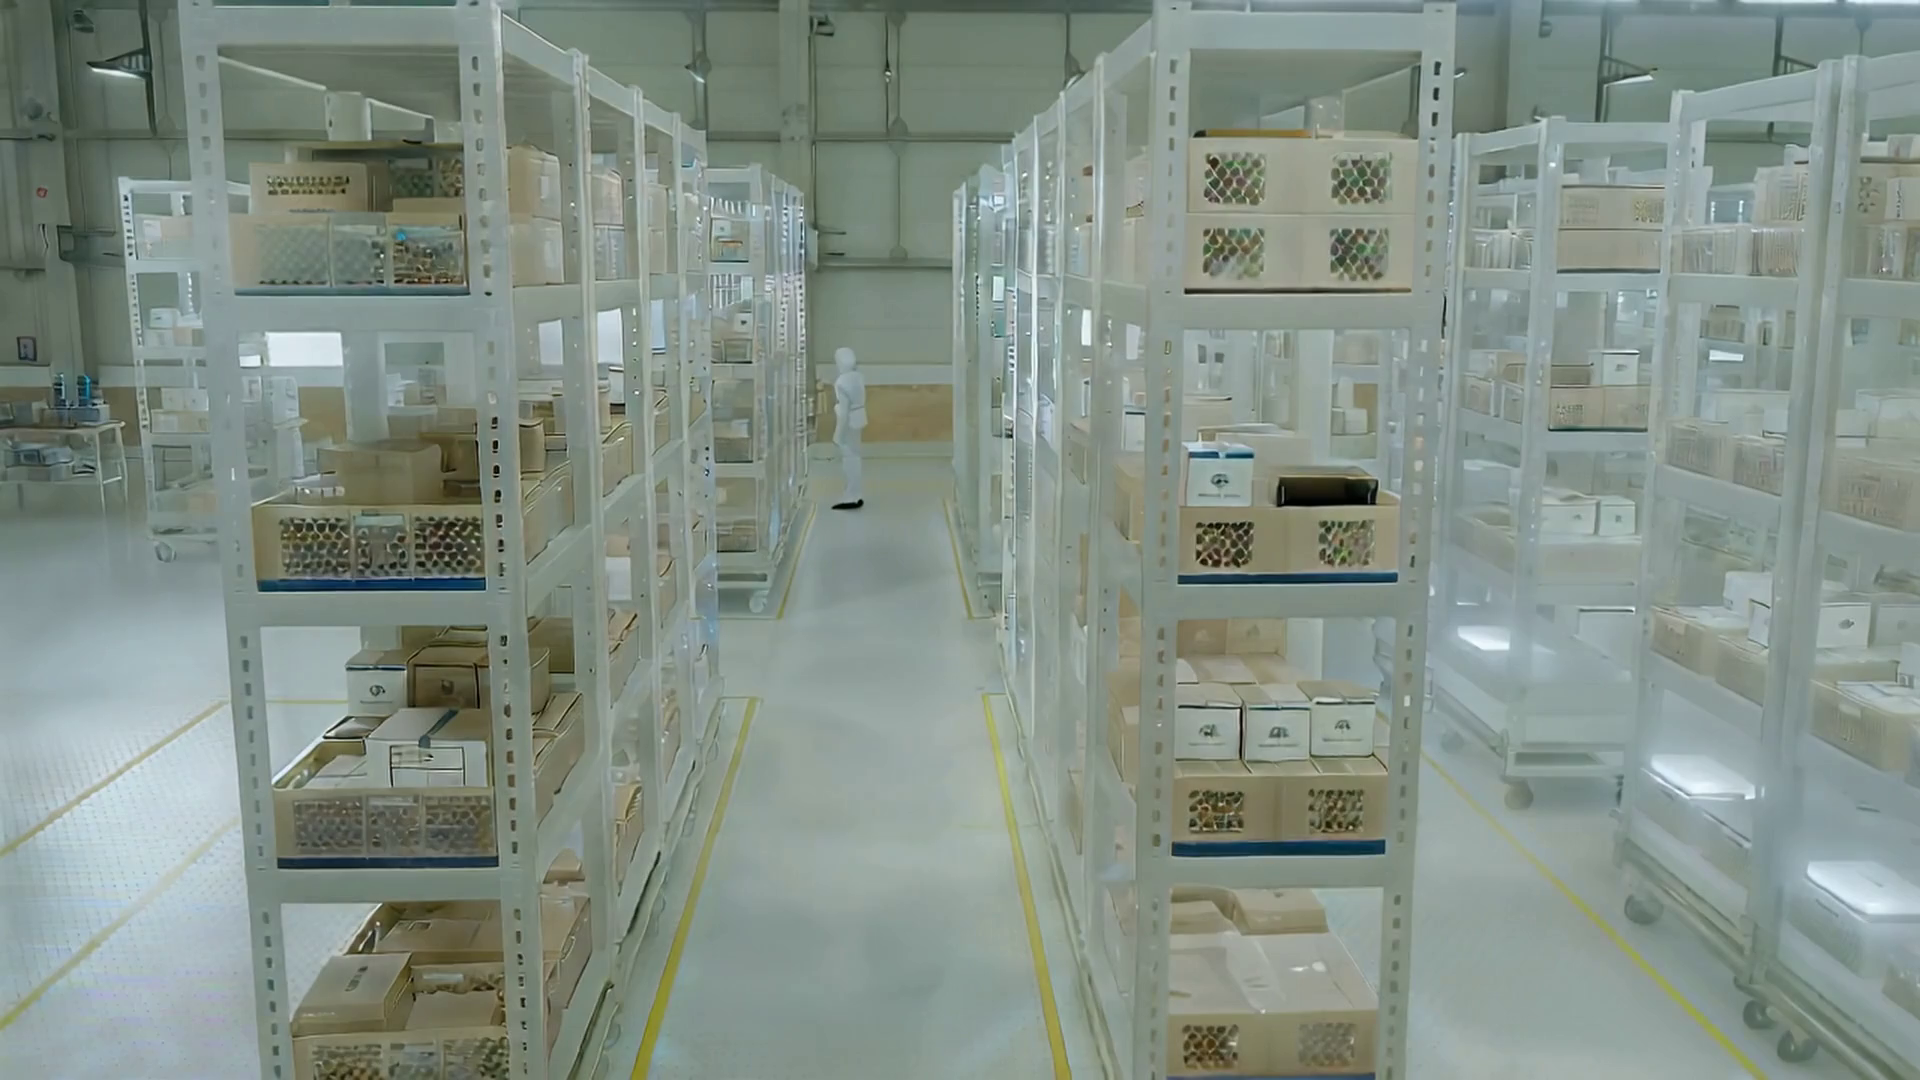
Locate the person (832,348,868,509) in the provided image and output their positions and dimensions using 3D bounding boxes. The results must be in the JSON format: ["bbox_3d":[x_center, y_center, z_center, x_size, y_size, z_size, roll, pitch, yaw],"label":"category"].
[{"bbox_3d":[-1.261,-1.272,19.001,0.385,1.836,0.570,4,11,21],"label":"person"}]
